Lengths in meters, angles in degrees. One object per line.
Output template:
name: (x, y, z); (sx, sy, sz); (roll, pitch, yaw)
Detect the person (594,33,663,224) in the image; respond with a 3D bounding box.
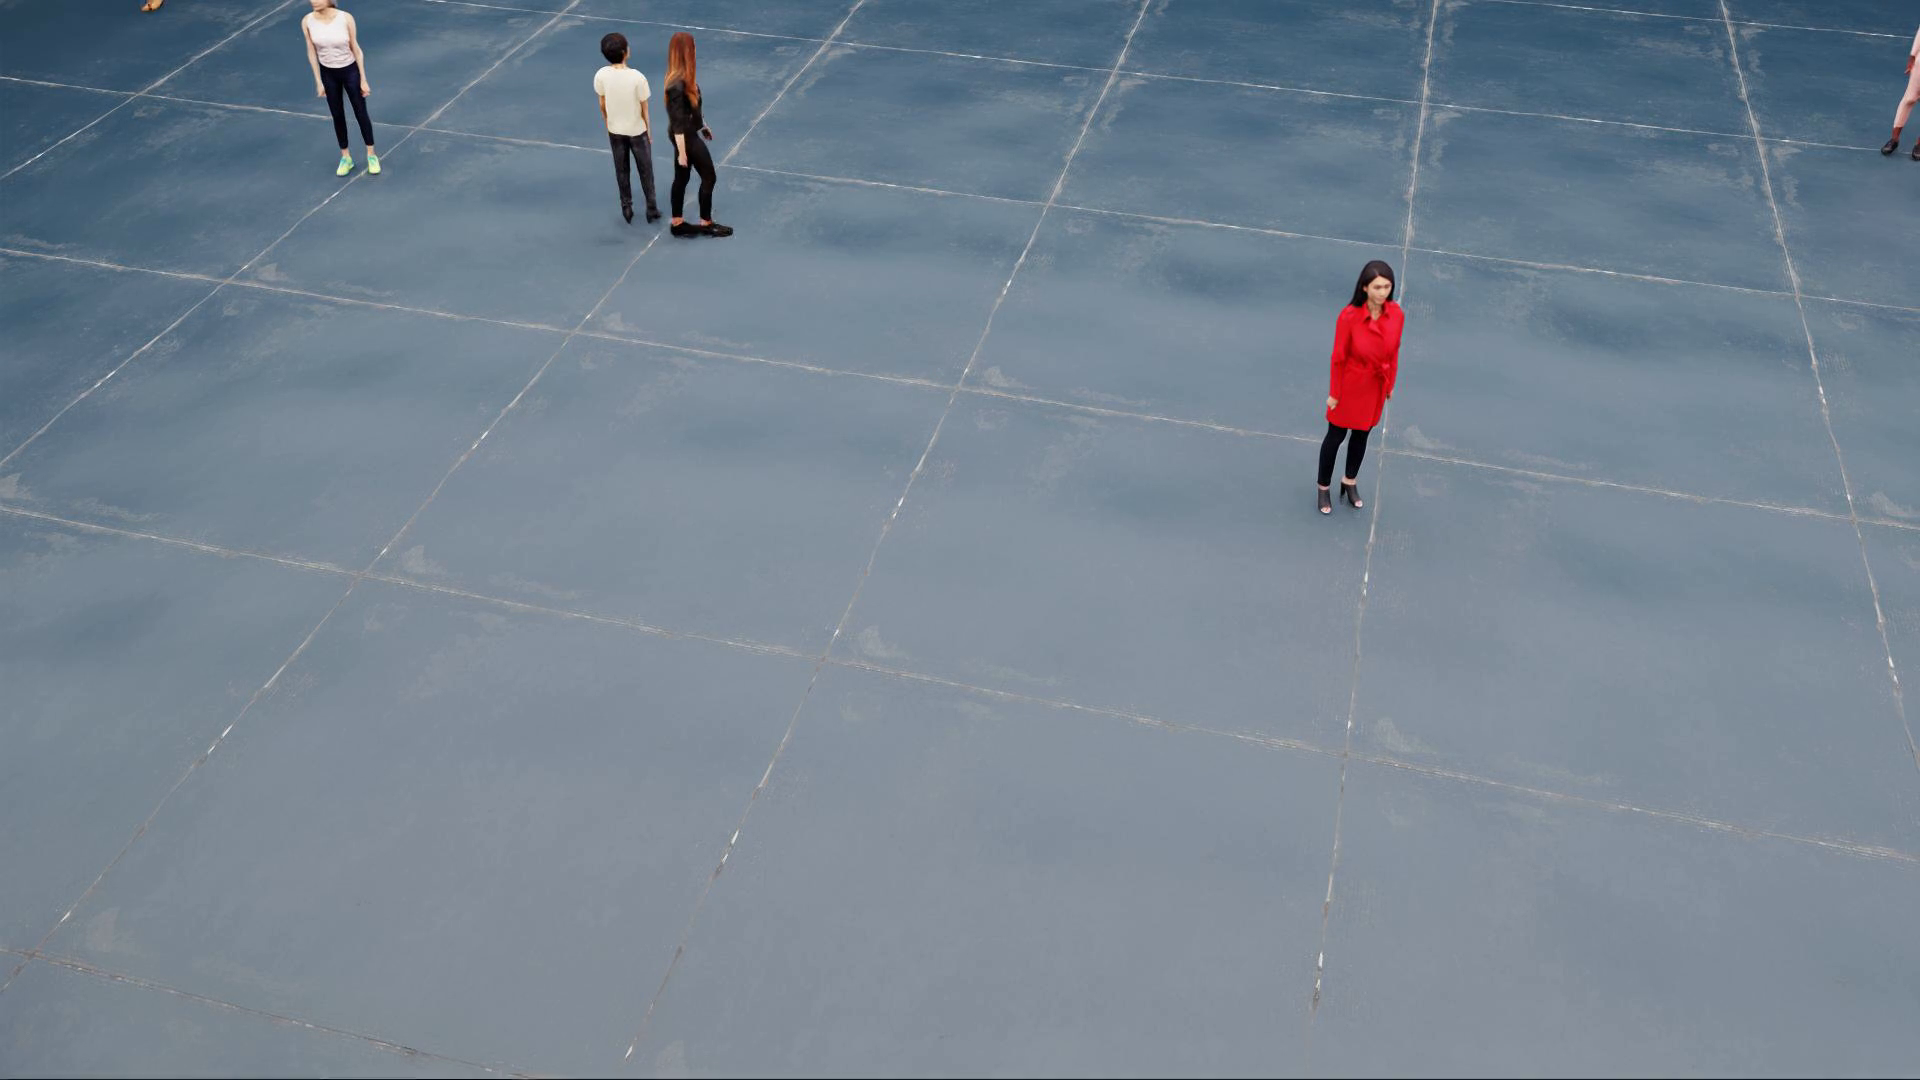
person: (-2.698, -3.334, 13.530); (0.621, 1.587, 0.528); (4, 38, 5)

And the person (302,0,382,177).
person: (-5.301, -3.976, 14.257); (0.665, 1.702, 0.657); (-4, 38, -5)

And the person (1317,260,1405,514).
person: (2.476, -0.940, 10.340); (0.723, 1.748, 0.759); (-9, 39, -12)

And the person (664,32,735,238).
person: (-2.289, -3.196, 13.272); (0.817, 1.688, 0.791); (-6, 38, -7)

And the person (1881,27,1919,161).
person: (8.533, -4.180, 14.501); (0.675, 1.723, 0.635); (21, 43, 25)
